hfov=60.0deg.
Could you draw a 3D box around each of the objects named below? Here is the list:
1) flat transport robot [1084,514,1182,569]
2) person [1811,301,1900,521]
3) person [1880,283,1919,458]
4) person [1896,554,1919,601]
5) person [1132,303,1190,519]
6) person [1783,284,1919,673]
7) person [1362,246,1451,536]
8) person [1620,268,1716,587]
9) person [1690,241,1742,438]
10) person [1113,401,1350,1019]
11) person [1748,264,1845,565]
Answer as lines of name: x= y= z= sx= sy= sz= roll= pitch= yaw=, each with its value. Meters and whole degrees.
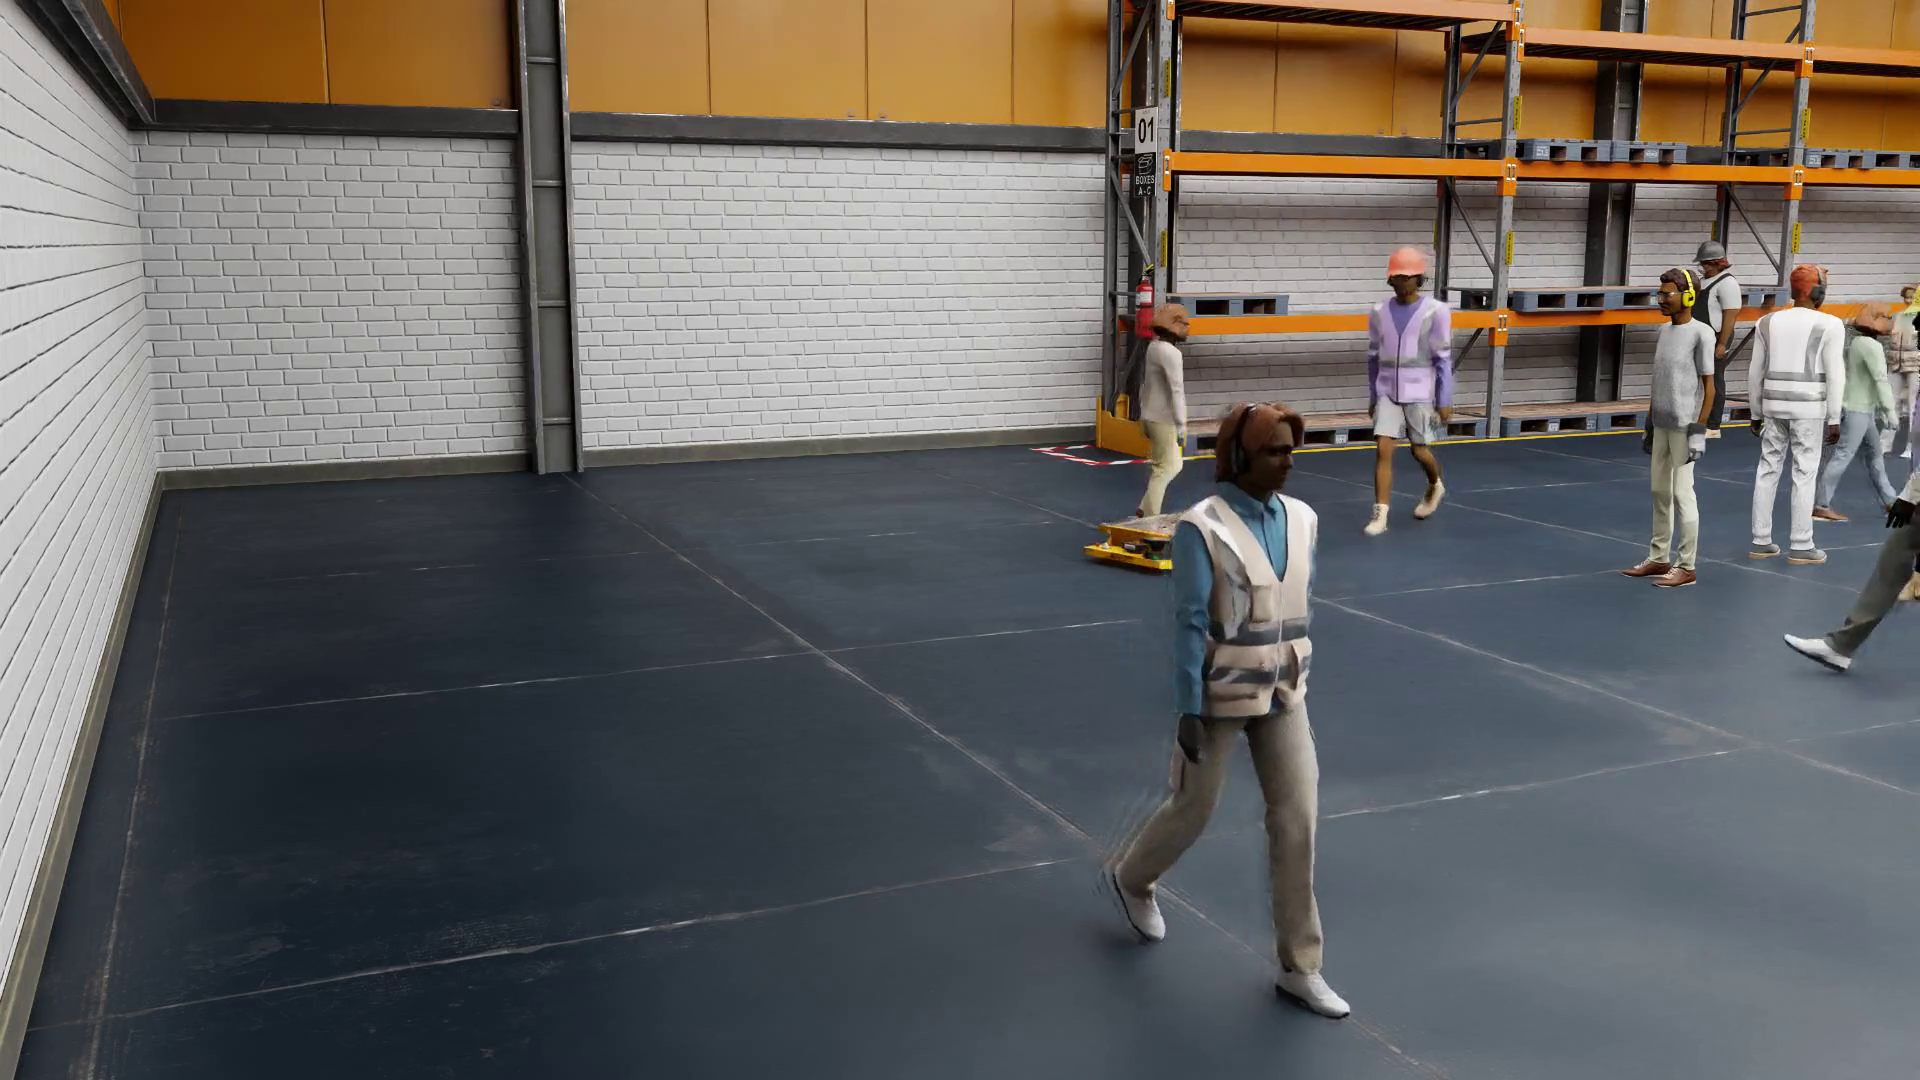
flat transport robot: x=1.532 y=-0.030 z=10.755 sx=1.431 sy=0.197 sz=0.652 roll=-9 pitch=13 yaw=-41
person: x=6.603 y=-0.909 z=11.969 sx=0.818 sy=1.600 sz=0.504 roll=3 pitch=11 yaw=17
person: x=8.911 y=-1.588 z=15.637 sx=0.319 sy=1.638 sz=0.522 roll=-5 pitch=11 yaw=-24
person: x=5.638 y=-0.472 z=9.324 sx=0.753 sy=1.670 sz=0.538 roll=0 pitch=10 yaw=2
person: x=1.371 y=-0.775 z=11.140 sx=0.372 sy=1.616 sz=0.553 roll=-2 pitch=10 yaw=-12
person: x=4.337 y=-0.250 z=7.492 sx=0.970 sy=1.874 sz=0.612 roll=4 pitch=11 yaw=20
person: x=3.184 y=-1.051 z=11.681 sx=0.614 sy=2.009 sz=0.940 roll=7 pitch=12 yaw=35
person: x=4.207 y=-0.657 z=9.799 sx=0.310 sy=1.868 sz=0.532 roll=-2 pitch=10 yaw=-12
person: x=7.695 y=-2.073 z=17.207 sx=0.536 sy=2.000 sz=0.672 roll=-1 pitch=10 yaw=-4
person: x=0.736 y=0.415 z=4.528 sx=0.519 sy=1.608 sz=0.794 roll=-6 pitch=12 yaw=-31
person: x=5.269 y=-0.790 z=10.498 sx=0.337 sy=1.882 sz=0.584 roll=-7 pitch=12 yaw=-34
